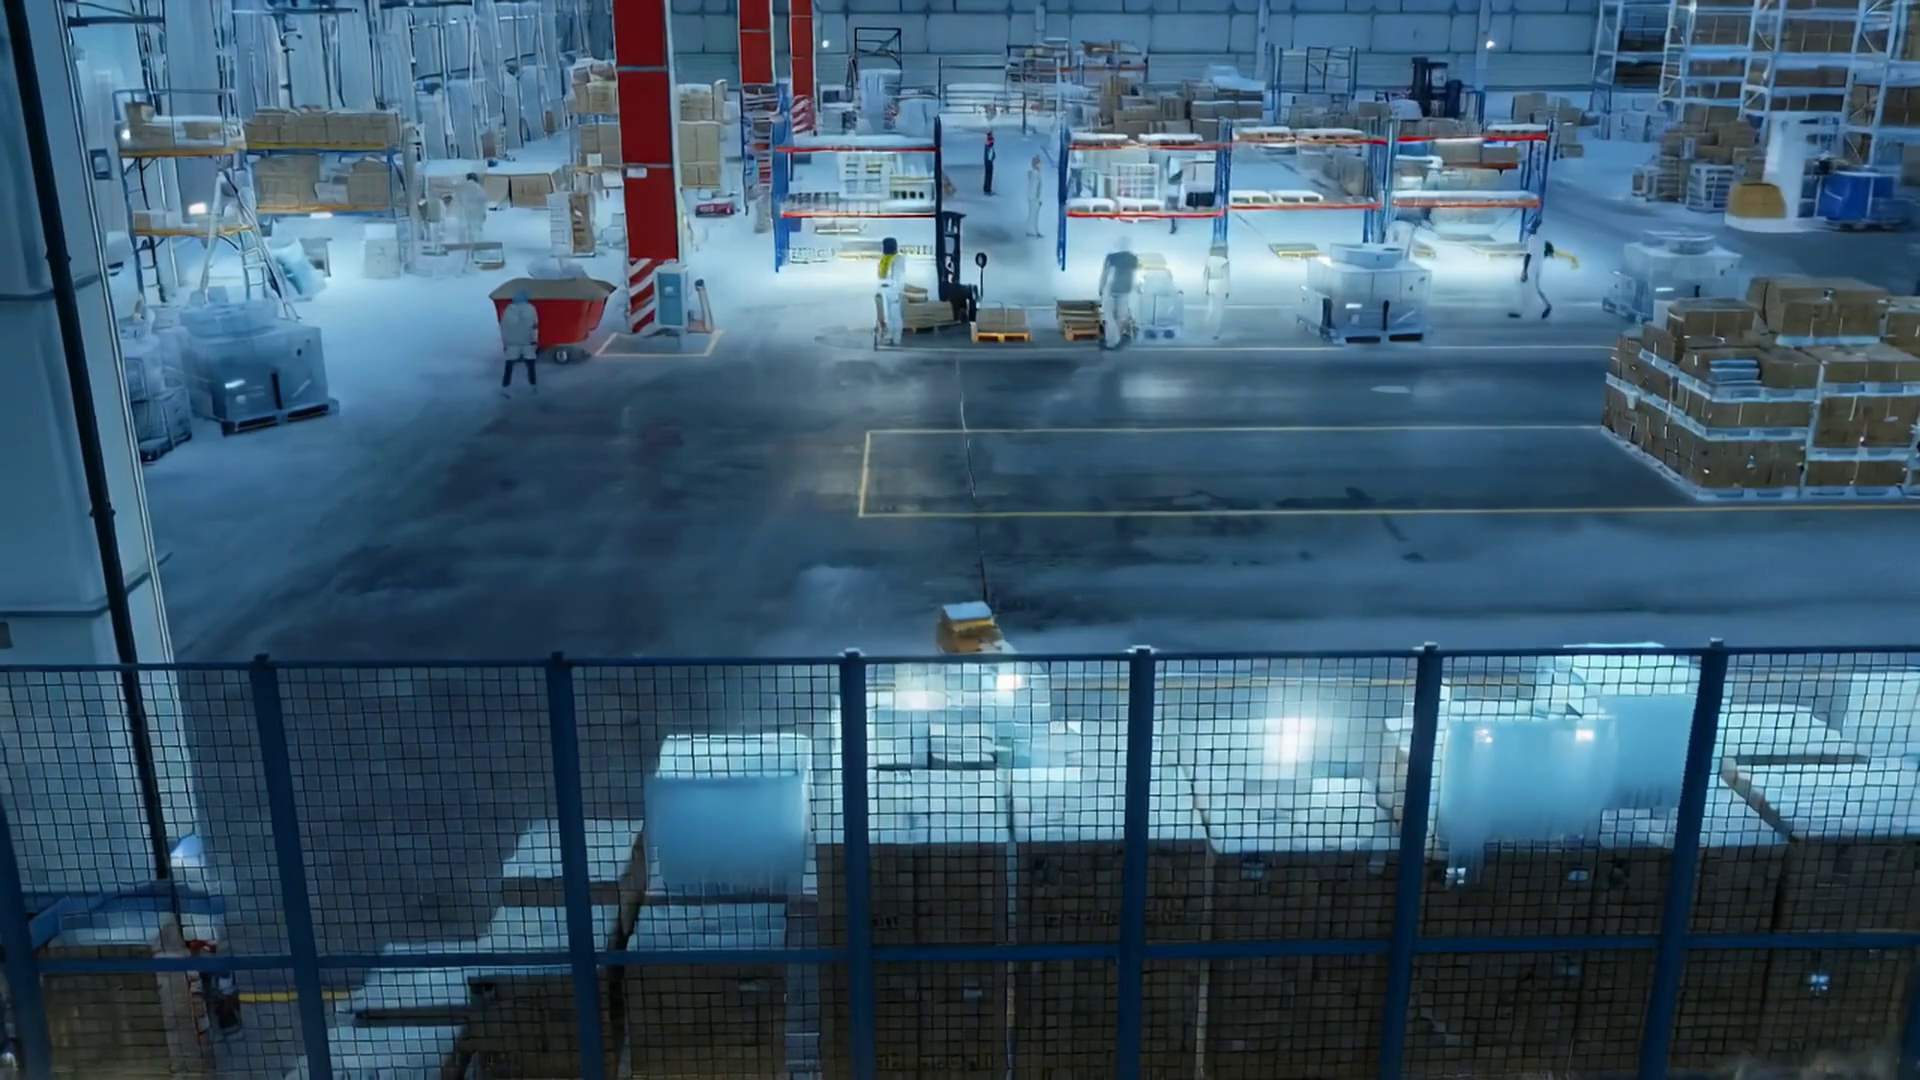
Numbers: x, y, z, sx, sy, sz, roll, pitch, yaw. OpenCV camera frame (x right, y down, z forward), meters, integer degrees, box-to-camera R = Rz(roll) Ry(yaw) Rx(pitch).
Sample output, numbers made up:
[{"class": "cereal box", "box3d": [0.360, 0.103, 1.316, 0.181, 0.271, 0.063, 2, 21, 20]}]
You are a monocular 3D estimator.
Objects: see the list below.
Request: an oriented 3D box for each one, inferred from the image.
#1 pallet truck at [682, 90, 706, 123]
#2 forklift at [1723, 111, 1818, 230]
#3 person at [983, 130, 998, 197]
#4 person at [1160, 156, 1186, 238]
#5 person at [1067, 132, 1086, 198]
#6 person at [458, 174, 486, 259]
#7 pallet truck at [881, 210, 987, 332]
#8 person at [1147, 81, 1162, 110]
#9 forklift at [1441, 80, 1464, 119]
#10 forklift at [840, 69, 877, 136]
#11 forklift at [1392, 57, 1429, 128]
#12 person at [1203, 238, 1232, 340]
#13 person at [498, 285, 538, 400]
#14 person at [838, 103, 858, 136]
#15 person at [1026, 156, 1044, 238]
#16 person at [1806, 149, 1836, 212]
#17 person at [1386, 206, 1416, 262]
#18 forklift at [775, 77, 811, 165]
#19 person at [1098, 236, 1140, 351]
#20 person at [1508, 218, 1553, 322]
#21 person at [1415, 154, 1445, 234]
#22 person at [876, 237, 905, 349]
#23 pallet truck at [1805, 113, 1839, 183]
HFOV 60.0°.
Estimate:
[{"class": "pallet truck", "box3d": [-9.671, -15.907, 62.421, 0.823, 1.965, 1.885, 5, 19, 15]}, {"class": "forklift", "box3d": [20.028, -9.057, 40.740, 1.873, 2.768, 1.129, -1, 19, -2]}, {"class": "person", "box3d": [0.845, -10.642, 47.035, 0.344, 1.847, 0.505, -9, 21, -26]}, {"class": "person", "box3d": [5.014, -8.175, 39.626, 0.708, 1.894, 0.618, -17, 25, -42]}, {"class": "person", "box3d": [3.230, -10.321, 46.038, 0.545, 1.864, 0.975, -6, 19, -16]}, {"class": "person", "box3d": [-10.660, -7.026, 36.248, 0.679, 1.886, 0.494, -8, 20, -22]}, {"class": "pallet truck", "box3d": [-0.493, -4.759, 29.349, 1.885, 1.965, 0.823, -13, 23, -34]}, {"class": "person", "box3d": [7.935, -17.783, 68.099, 0.627, 1.928, 0.502, -3, 19, -9]}, {"class": "forklift", "box3d": [15.644, -13.239, 53.146, 1.873, 2.768, 1.129, -1, 19, -1]}, {"class": "forklift", "box3d": [-3.352, -15.533, 59.950, 1.873, 2.768, 1.129, -10, 21, -28]}, {"class": "forklift", "box3d": [18.965, -18.497, 68.745, 1.873, 2.768, 1.129, -1, 19, -1]}, {"class": "person", "box3d": [4.393, -4.265, 28.311, 0.485, 1.730, 0.452, 13, 23, 34]}, {"class": "person", "box3d": [-6.456, -2.905, 24.355, 0.580, 1.668, 0.340, -7, 20, -19]}, {"class": "person", "box3d": [-3.869, -14.168, 57.510, 0.687, 1.830, 0.908, -2, 19, -7]}, {"class": "person", "box3d": [1.774, -8.147, 39.503, 0.358, 1.930, 0.585, -8, 20, -22]}, {"class": "person", "box3d": [21.801, -8.986, 42.161, 0.528, 1.826, 0.949, 4, 19, 12]}, {"class": "person", "box3d": [8.086, -5.191, 30.731, 0.628, 1.935, 0.373, -9, 21, -25]}, {"class": "forklift", "box3d": [-5.920, -13.893, 55.085, 1.873, 2.768, 1.129, -1, 19, -1]}, {"class": "person", "box3d": [2.624, -4.051, 27.415, 0.735, 1.898, 0.424, -8, 20, -22]}, {"class": "person", "box3d": [10.337, -4.857, 29.885, 0.532, 1.841, 0.842, -11, 22, -30]}, {"class": "person", "box3d": [11.353, -8.346, 40.124, 0.862, 1.902, 0.654, -5, 19, -15]}, {"class": "person", "box3d": [-1.160, -4.120, 27.694, 0.429, 1.844, 0.625, -12, 22, -31]}, {"class": "pallet truck", "box3d": [26.403, -11.957, 50.702, 0.823, 1.965, 1.885, 6, 19, 16]}]
